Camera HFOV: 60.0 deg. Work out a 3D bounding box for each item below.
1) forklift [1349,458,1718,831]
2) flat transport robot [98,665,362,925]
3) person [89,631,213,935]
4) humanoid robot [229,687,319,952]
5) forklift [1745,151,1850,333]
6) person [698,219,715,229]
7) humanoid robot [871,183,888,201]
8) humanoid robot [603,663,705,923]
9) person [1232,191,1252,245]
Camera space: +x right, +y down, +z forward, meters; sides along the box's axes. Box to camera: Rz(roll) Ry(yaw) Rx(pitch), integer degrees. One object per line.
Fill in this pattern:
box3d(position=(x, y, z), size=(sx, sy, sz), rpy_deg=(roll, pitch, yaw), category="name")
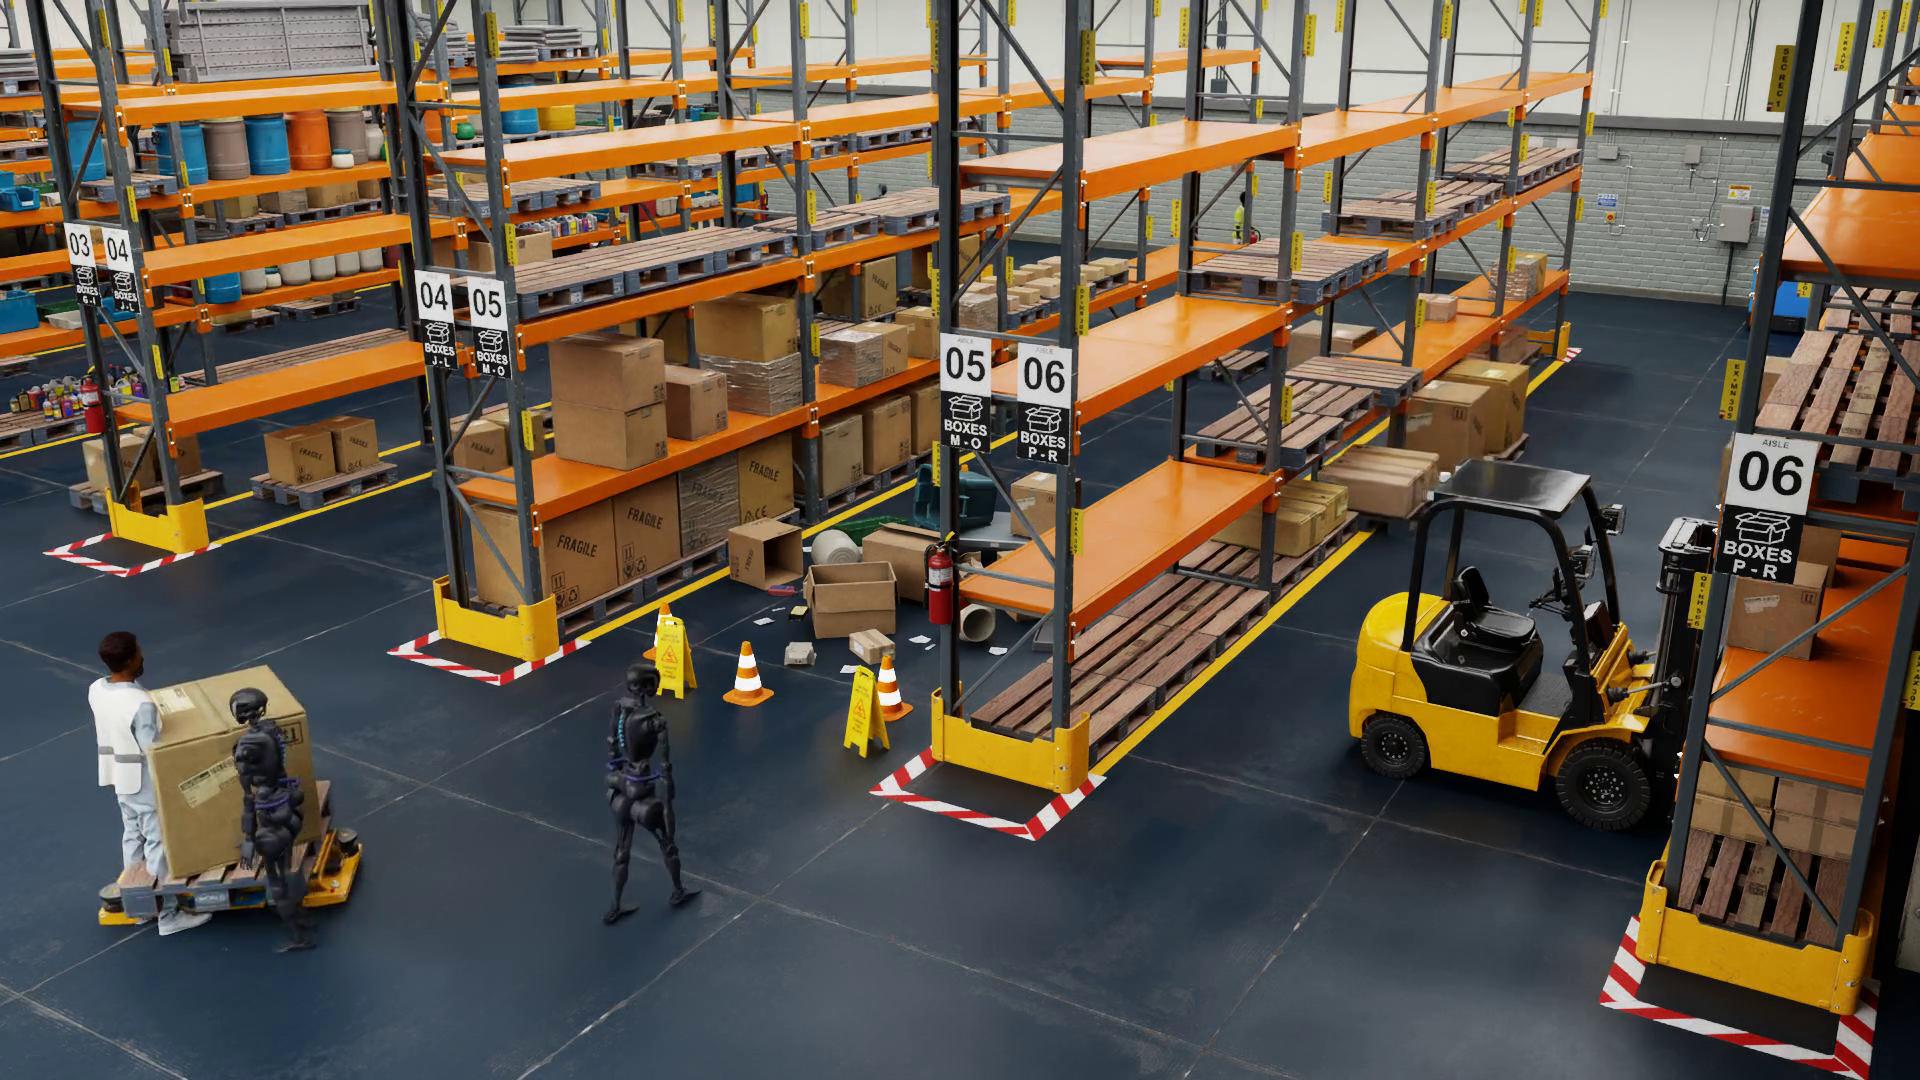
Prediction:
box3d(position=(3.988, 0.658, 11.776), size=(2.313, 2.155, 1.214), rpy_deg=(11, 22, 29), category="forklift")
box3d(position=(-4.578, 2.113, 10.505), size=(1.431, 0.231, 0.659), rpy_deg=(-3, 19, -10), category="flat transport robot")
box3d(position=(-4.877, 1.447, 9.907), size=(0.595, 1.921, 0.386), rpy_deg=(13, 23, 32), category="person")
box3d(position=(-4.017, 1.635, 9.739), size=(0.361, 1.655, 0.590), rpy_deg=(0, 19, -1), category="humanoid robot")
box3d(position=(13.620, -4.667, 26.137), size=(1.873, 2.768, 1.129), rpy_deg=(11, 22, 29), category="forklift")
box3d(position=(-5.324, -7.006, 34.701), size=(0.488, 1.688, 0.350), rpy_deg=(-6, 20, -16), category="person")
box3d(position=(-1.552, -6.043, 31.933), size=(0.584, 1.635, 0.534), rpy_deg=(-10, 21, -26), category="humanoid robot")
box3d(position=(-1.929, 1.512, 10.119), size=(0.608, 1.634, 0.630), rpy_deg=(16, 25, 38), category="humanoid robot")
box3d(position=(5.165, -5.538, 30.448), size=(0.320, 1.694, 0.534), rpy_deg=(13, 23, 33), category="person")
